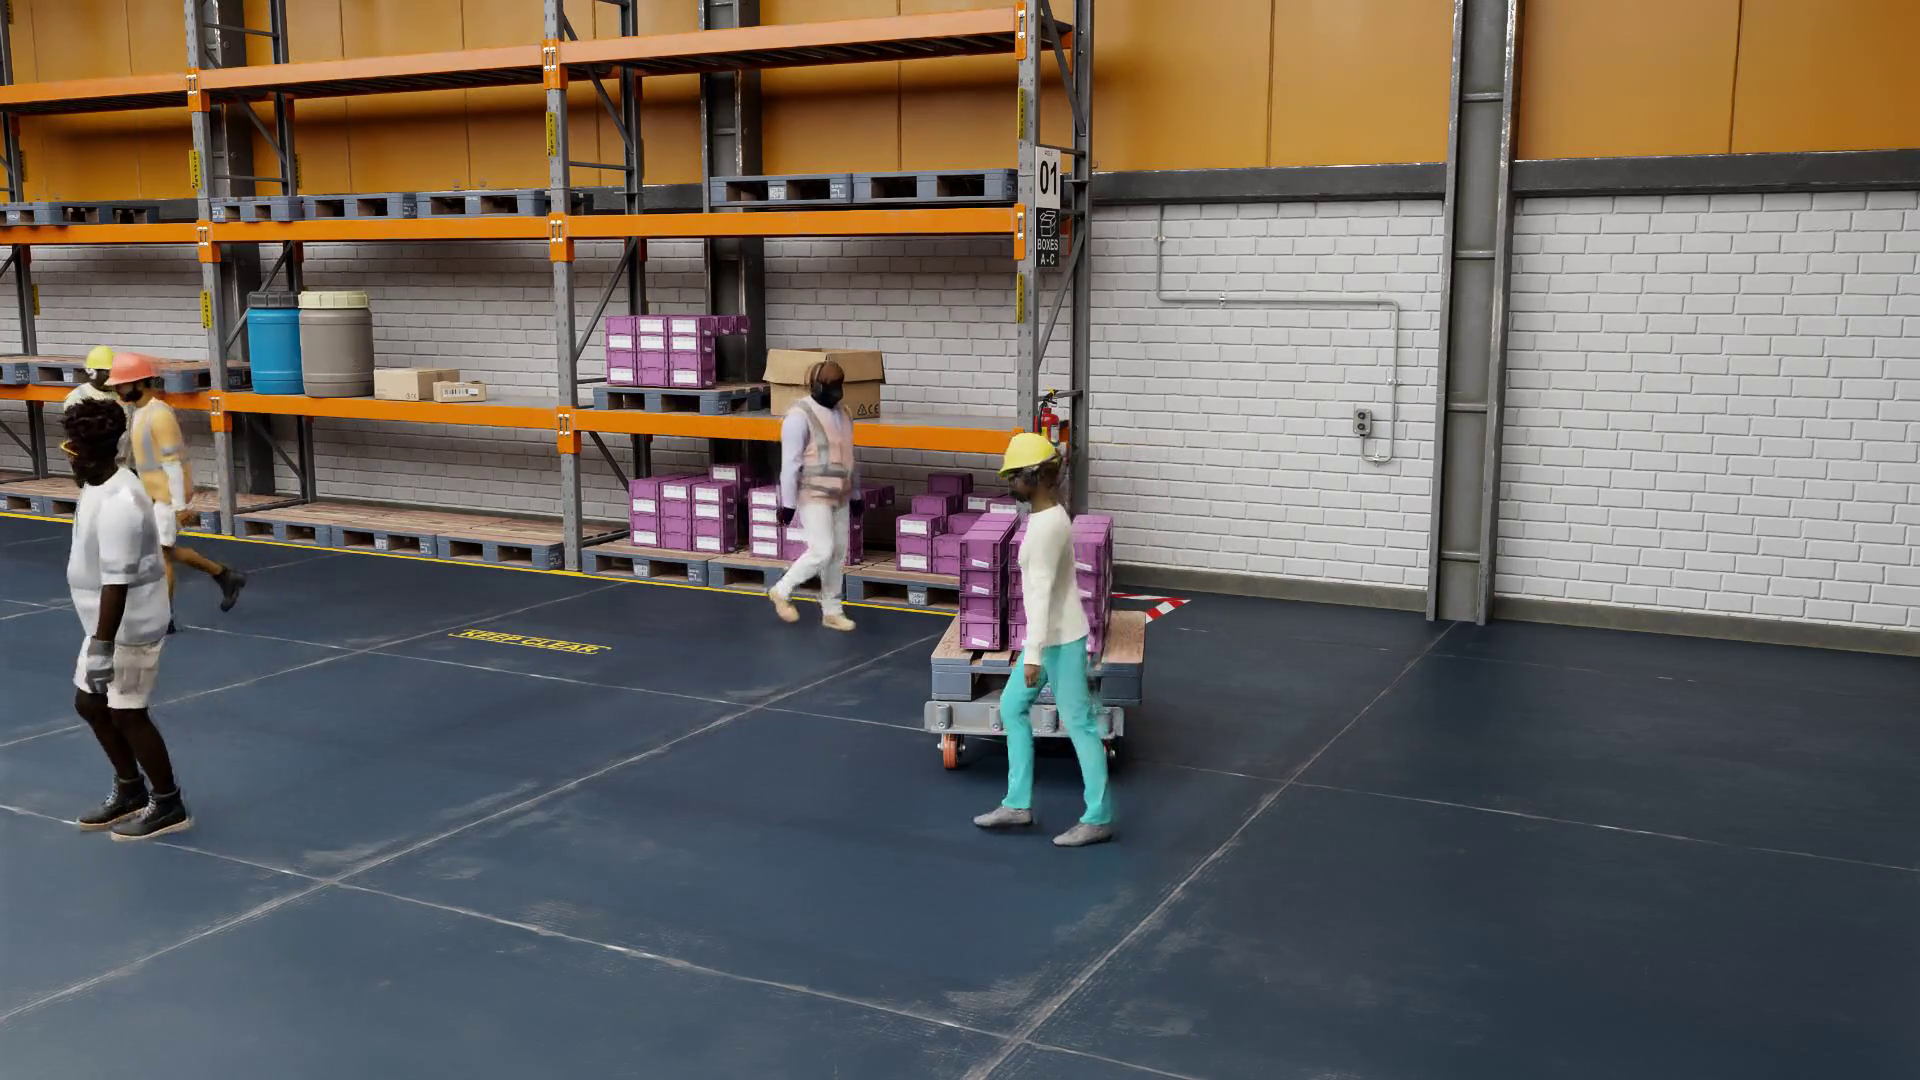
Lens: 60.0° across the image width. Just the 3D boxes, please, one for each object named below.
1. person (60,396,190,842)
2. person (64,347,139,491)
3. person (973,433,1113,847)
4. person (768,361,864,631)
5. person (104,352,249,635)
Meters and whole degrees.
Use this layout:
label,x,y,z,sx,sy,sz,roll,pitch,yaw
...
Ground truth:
label,x,y,z,sx,sy,sz,roll,pitch,yaw
person,-3.494,0.346,6.903,0.486,1.911,0.701,-7,11,-35
person,-6.722,-0.610,13.116,0.418,1.820,0.606,4,10,21
person,0.328,0.422,6.977,0.702,1.723,0.654,0,9,2
person,-0.945,-0.287,11.092,0.506,1.823,0.651,5,11,30
person,-5.195,-0.308,11.016,0.760,1.900,0.561,-8,12,-39
